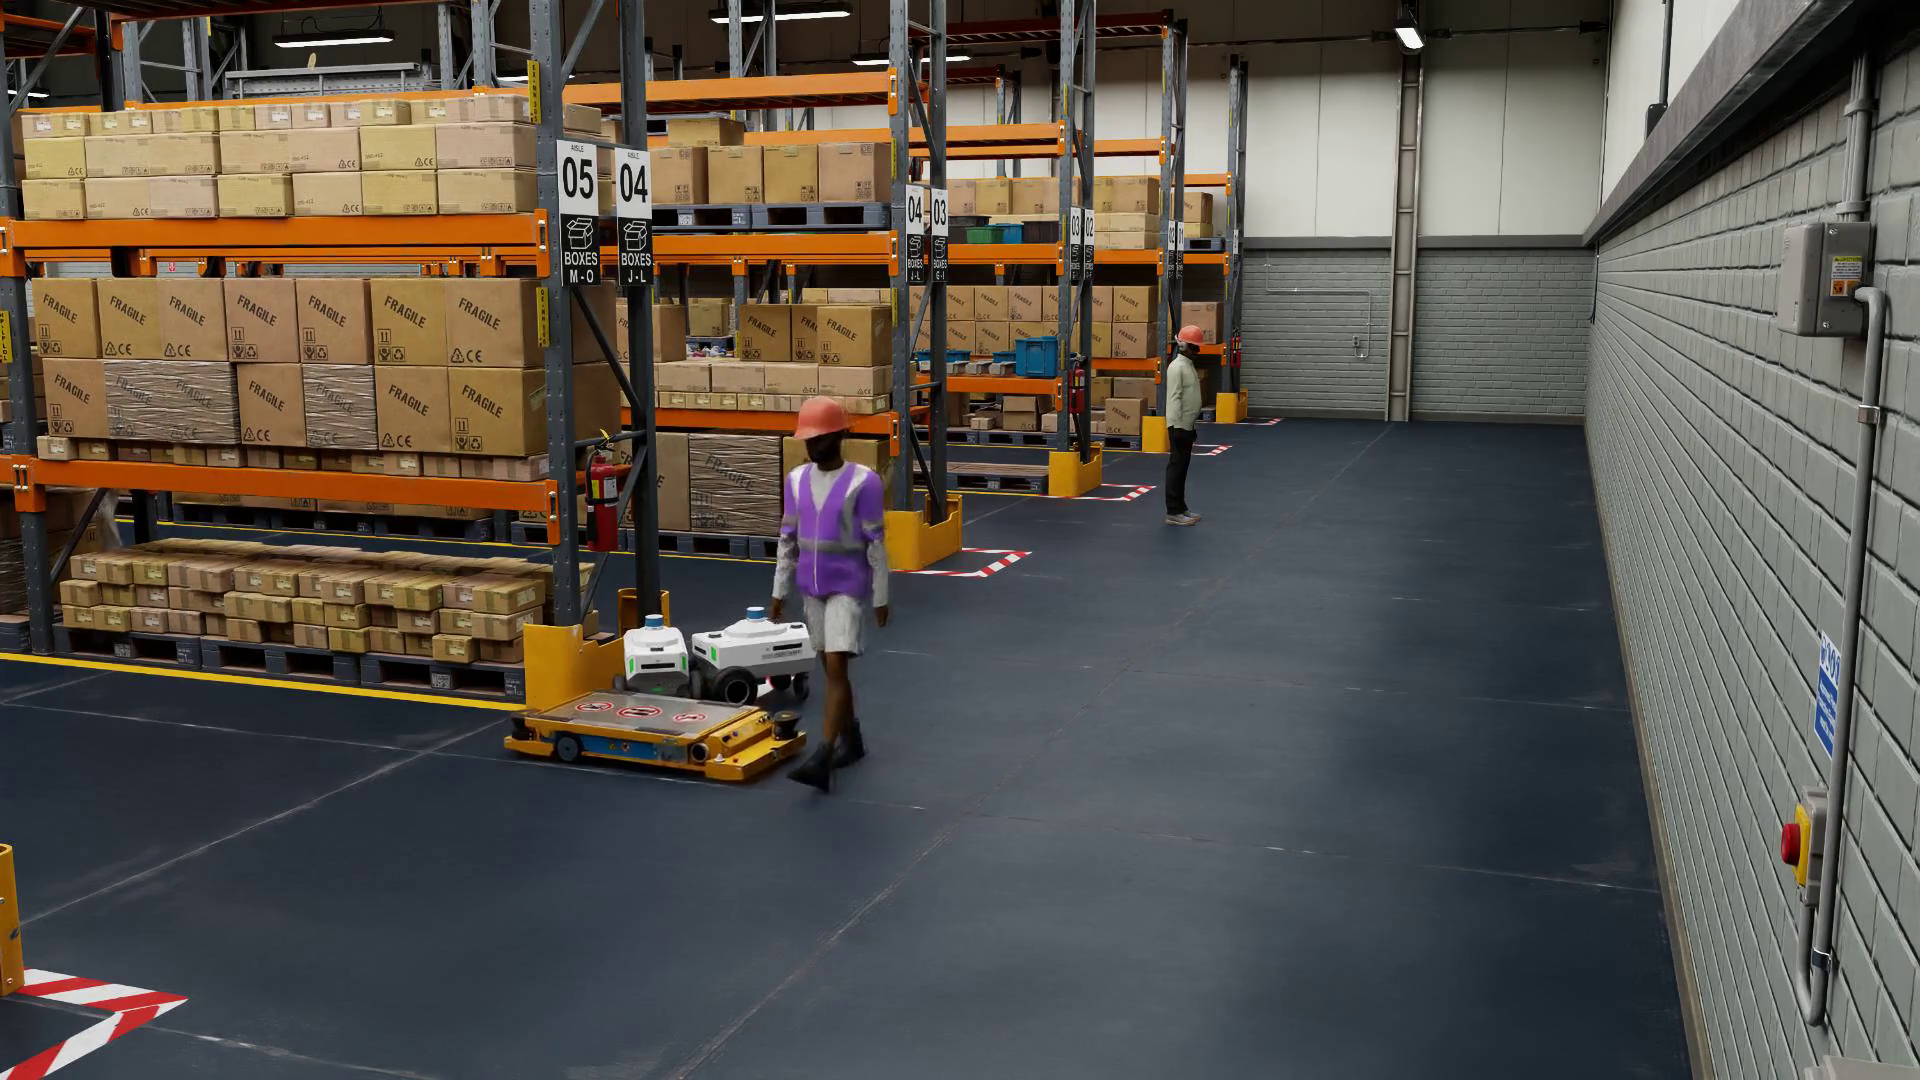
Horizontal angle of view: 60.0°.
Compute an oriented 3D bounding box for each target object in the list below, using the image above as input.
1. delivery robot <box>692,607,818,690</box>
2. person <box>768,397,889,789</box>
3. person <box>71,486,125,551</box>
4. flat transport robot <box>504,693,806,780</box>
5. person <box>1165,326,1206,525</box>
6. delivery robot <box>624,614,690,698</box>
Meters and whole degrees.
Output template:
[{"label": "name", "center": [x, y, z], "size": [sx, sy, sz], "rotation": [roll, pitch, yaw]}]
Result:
[{"label": "delivery robot", "center": [-1.184, 0.633, 9.701], "size": [0.707, 0.478, 0.477], "rotation": [-5, 11, -30]}, {"label": "person", "center": [-0.702, 0.256, 8.173], "size": [0.562, 1.894, 0.922], "rotation": [5, 11, 30]}, {"label": "person", "center": [-7.013, -0.486, 13.746], "size": [0.866, 1.588, 0.524], "rotation": [4, 10, 23]}, {"label": "flat transport robot", "center": [-1.585, 0.991, 8.639], "size": [1.431, 0.197, 0.652], "rotation": [4, 10, 23]}, {"label": "person", "center": [2.254, -1.149, 16.668], "size": [0.393, 1.985, 0.611], "rotation": [3, 10, 20]}, {"label": "delivery robot", "center": [-1.737, 0.668, 9.483], "size": [0.477, 0.478, 0.707], "rotation": [-2, 9, -13]}]
